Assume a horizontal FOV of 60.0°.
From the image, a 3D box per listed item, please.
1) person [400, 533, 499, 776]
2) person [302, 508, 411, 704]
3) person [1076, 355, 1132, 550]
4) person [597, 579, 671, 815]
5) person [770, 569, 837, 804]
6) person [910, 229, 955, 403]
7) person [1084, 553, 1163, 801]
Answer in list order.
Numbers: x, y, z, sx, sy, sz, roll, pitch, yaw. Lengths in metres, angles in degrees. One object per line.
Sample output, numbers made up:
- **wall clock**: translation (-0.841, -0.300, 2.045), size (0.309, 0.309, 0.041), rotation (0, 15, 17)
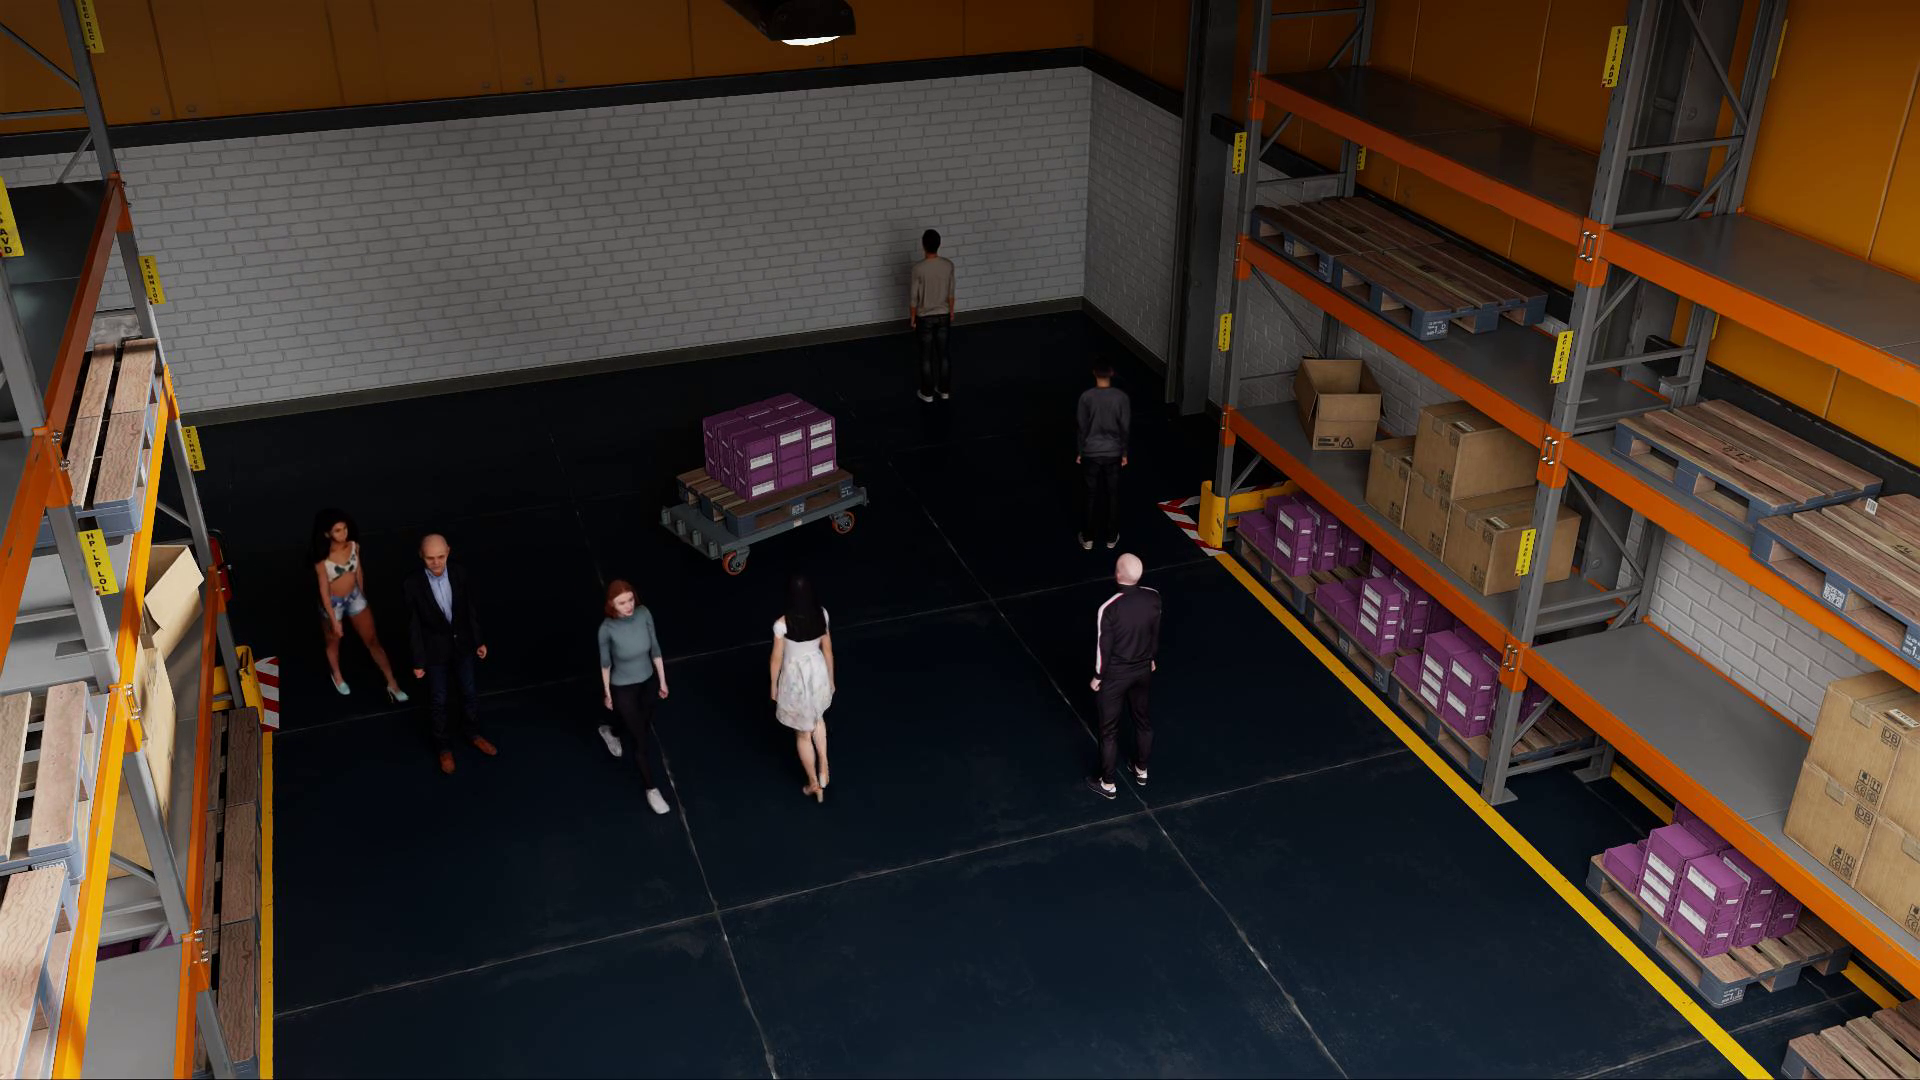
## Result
- **person**: translation (-3.559, 0.740, 11.519), size (0.755, 1.796, 0.706), rotation (-21, 35, -34)
- **person**: translation (-4.582, 0.487, 12.202), size (1.067, 1.587, 0.902), rotation (21, 35, 33)
- **person**: translation (1.214, -0.749, 14.286), size (0.680, 1.761, 0.632), rotation (-1, 29, -2)
- **person**: translation (-2.228, 0.978, 11.163), size (0.865, 1.719, 1.145), rotation (-23, 36, -36)
- **person**: translation (-0.993, 1.028, 11.027), size (0.707, 1.762, 0.787), rotation (-17, 33, -28)
- **person**: translation (-0.265, -2.303, 17.085), size (0.637, 1.809, 0.548), rotation (-8, 30, -15)
- **person**: translation (1.113, 0.907, 11.170), size (0.708, 1.837, 0.639), rotation (-16, 32, -27)
